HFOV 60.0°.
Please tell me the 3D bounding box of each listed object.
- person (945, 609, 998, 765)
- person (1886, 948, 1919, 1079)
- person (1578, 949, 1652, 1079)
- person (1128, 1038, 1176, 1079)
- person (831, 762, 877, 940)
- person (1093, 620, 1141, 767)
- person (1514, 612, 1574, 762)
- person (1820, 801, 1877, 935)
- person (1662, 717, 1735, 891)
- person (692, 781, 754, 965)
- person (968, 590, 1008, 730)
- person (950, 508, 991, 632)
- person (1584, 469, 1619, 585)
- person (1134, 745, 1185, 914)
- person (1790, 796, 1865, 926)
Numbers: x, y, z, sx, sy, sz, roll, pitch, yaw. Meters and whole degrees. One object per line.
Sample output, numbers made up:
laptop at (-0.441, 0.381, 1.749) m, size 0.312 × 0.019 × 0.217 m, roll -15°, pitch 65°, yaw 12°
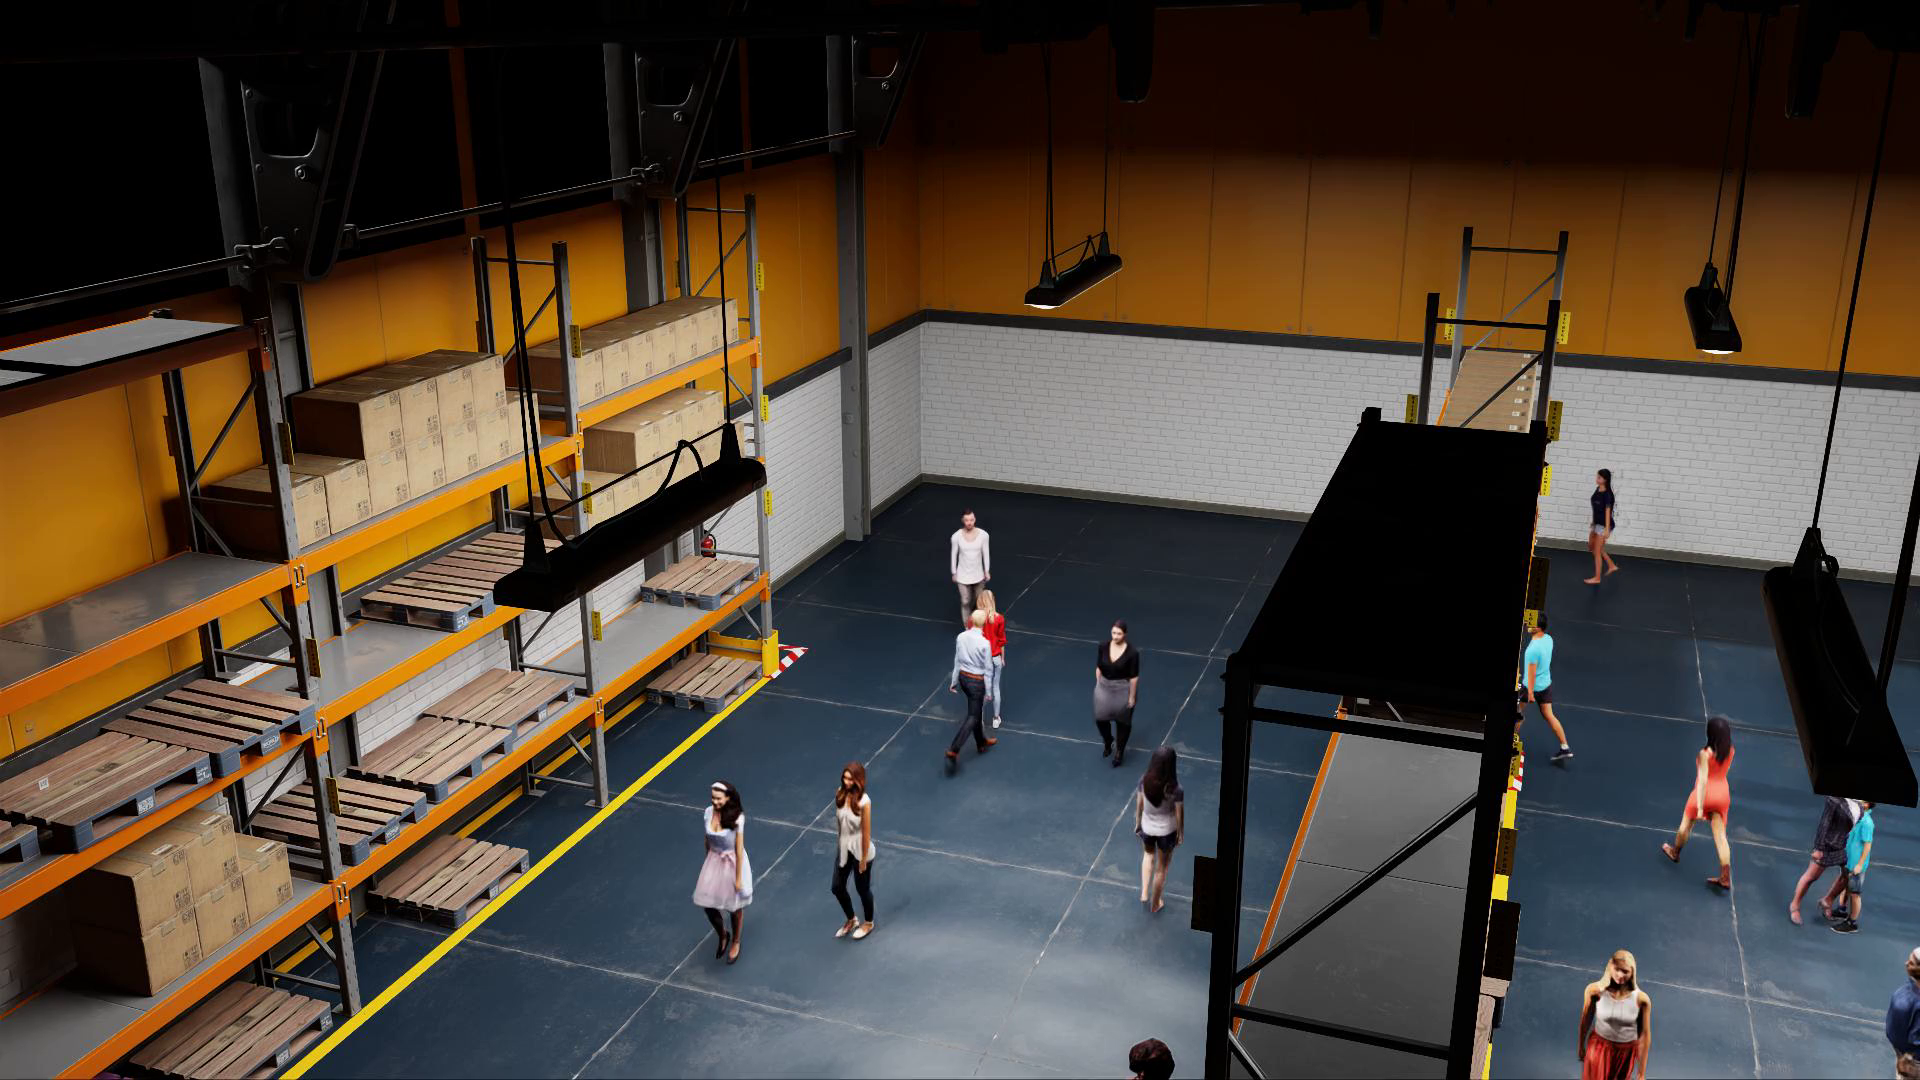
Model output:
person at (0.109, 1.670, 18.499) m, size 0.983 × 1.755 × 1.268 m, roll 14°, pitch 23°, yaw 36°
person at (7.062, 3.781, 12.324) m, size 0.665 × 1.695 × 0.494 m, roll 7°, pitch 20°, yaw 20°
person at (4.808, 3.776, 12.274) m, size 0.635 × 1.738 × 1.279 m, roll 6°, pitch 20°, yaw 18°
person at (1.258, 4.125, 11.157) m, size 0.556 × 1.788 × 0.517 m, roll 7°, pitch 20°, yaw 19°
person at (-0.884, 2.800, 15.123) m, size 0.718 × 1.769 × 0.742 m, roll 16°, pitch 24°, yaw 39°
person at (1.779, 1.672, 18.512) m, size 0.699 × 1.743 × 0.660 m, roll 9°, pitch 21°, yaw 25°
person at (6.527, 1.664, 18.560) m, size 1.204 × 1.729 × 1.068 m, roll -16°, pitch 24°, yaw -39°
person at (8.236, 2.910, 15.297) m, size 0.630 × 1.449 × 0.490 m, roll 1°, pitch 19°, yaw 4°
person at (7.276, 2.556, 15.996) m, size 1.007 × 1.675 × 1.176 m, roll -5°, pitch 19°, yaw -14°
person at (-2.026, 2.912, 14.735) m, size 0.663 × 1.804 × 0.795 m, roll 6°, pitch 19°, yaw 17°
person at (0.313, 1.392, 19.406) m, size 0.686 × 1.704 × 0.663 m, roll -2°, pitch 19°, yaw -6°
person at (0.131, 0.421, 22.087) m, size 0.847 × 1.834 × 0.907 m, roll -2°, pitch 19°, yaw -5°
person at (9.341, -0.192, 24.050) m, size 0.805 × 1.742 × 0.811 m, roll 1°, pitch 19°, yaw 3°
person at (1.813, 2.722, 15.464) m, size 0.652 × 1.699 × 0.634 m, roll 10°, pitch 21°, yaw 26°
person at (8.019, 2.784, 15.328) m, size 0.792 × 1.669 × 0.856 m, roll -6°, pitch 20°, yaw -18°
